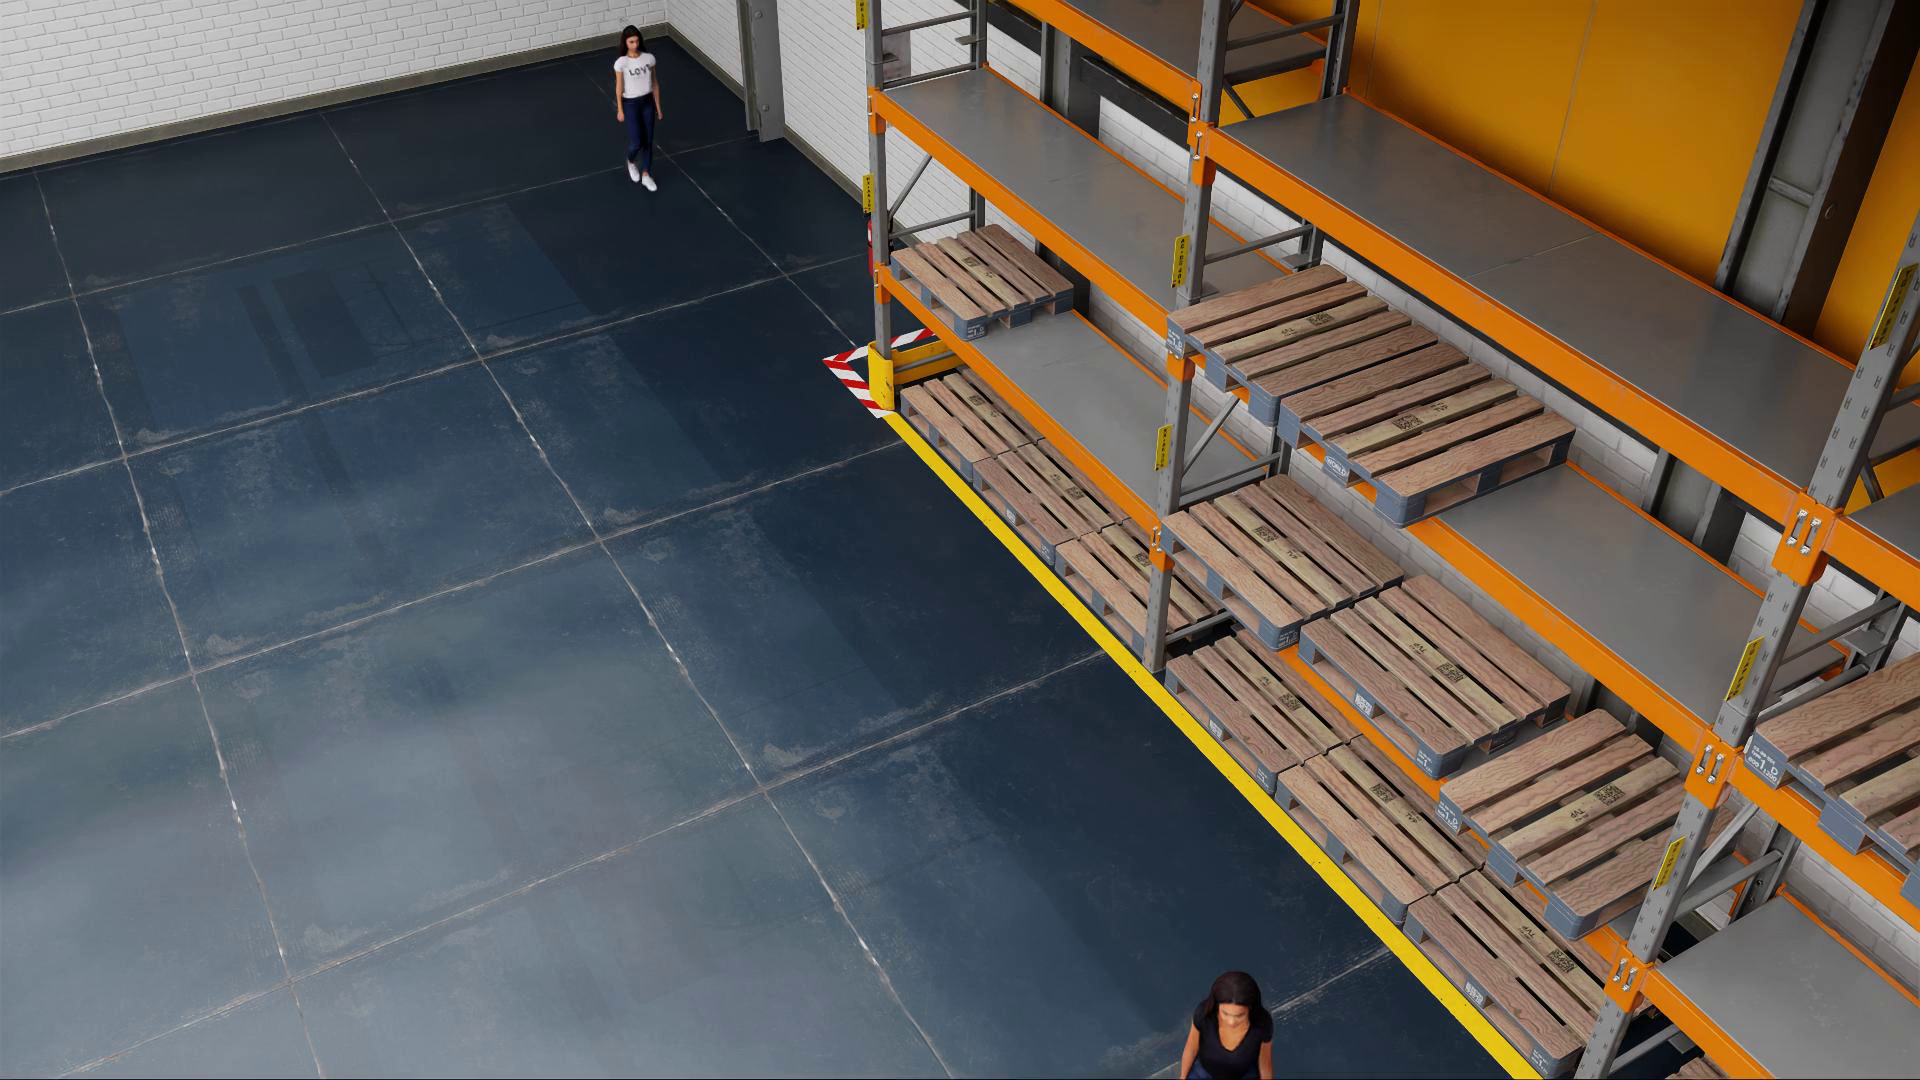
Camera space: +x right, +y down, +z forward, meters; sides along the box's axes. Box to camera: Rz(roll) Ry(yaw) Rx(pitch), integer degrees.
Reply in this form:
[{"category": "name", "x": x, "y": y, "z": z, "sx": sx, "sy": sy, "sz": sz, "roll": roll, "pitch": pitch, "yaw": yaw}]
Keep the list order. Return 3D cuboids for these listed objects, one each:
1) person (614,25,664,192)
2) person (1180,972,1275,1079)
[{"category": "person", "x": -3.316, "y": -4.439, "z": 16.982, "sx": 0.620, "sy": 1.754, "sz": 0.715, "roll": -24, "pitch": 44, "yaw": -27}, {"category": "person", "x": 1.289, "y": 2.627, "z": 8.152, "sx": 0.718, "sy": 1.733, "sz": 0.762, "roll": 4, "pitch": 39, "yaw": 5}]
